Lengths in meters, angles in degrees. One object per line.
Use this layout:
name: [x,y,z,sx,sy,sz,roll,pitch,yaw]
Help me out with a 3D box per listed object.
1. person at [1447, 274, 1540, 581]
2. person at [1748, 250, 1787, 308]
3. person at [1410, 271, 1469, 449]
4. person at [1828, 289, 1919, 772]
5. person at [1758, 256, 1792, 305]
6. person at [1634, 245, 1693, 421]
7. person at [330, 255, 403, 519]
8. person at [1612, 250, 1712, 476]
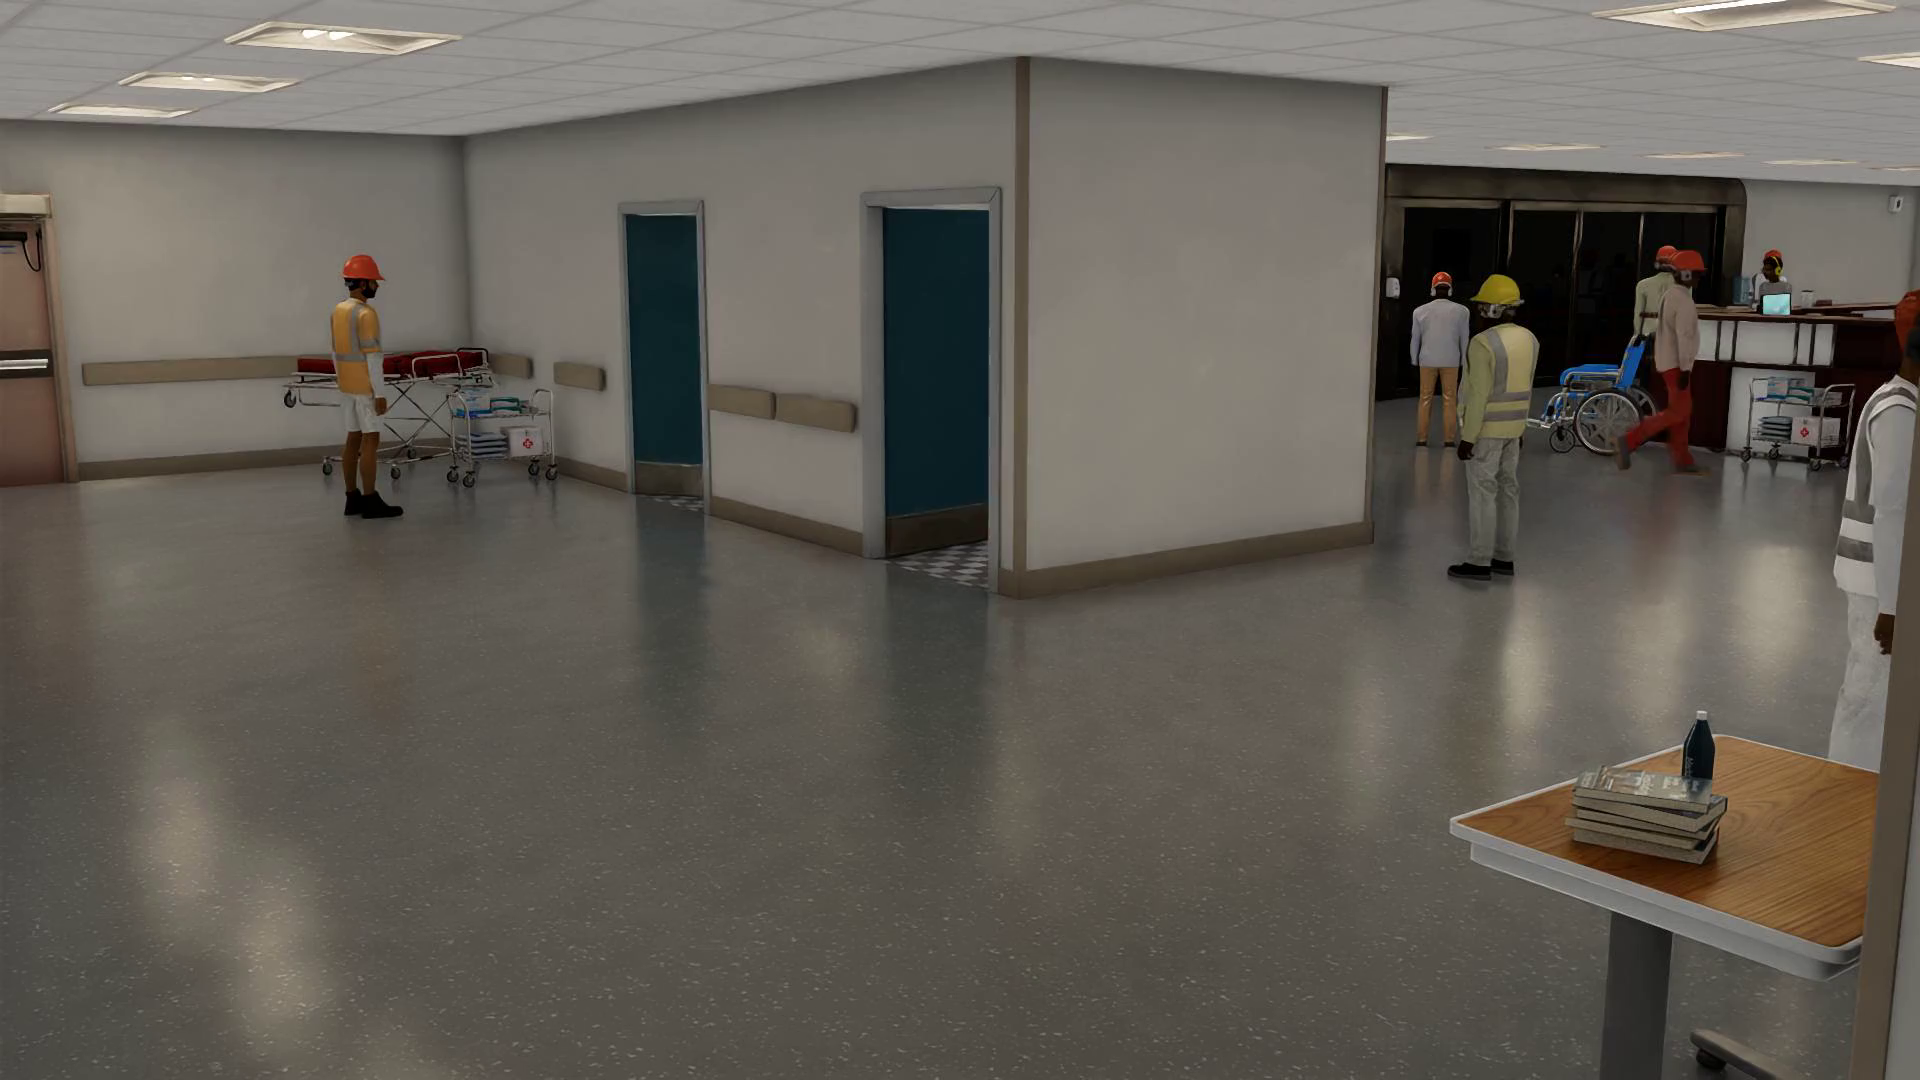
person: [3.202,-0.673,10.028,0.600,1.834,0.404,-8,13,-38]
person: [11.641,-3.209,23.995,0.392,1.929,0.546,-7,12,-34]
person: [4.745,-1.777,16.469,0.564,1.743,0.352,3,11,17]
person: [2.964,0.150,5.285,0.337,1.882,0.583,6,12,30]
person: [9.914,-2.536,20.395,0.326,1.865,0.519,-4,11,-21]
person: [7.932,-2.319,18.800,0.612,1.995,0.376,4,11,21]
person: [-4.396,-1.130,12.302,0.550,1.935,0.376,9,14,41]
person: [6.146,-1.525,14.421,0.801,1.971,0.631,1,10,8]
